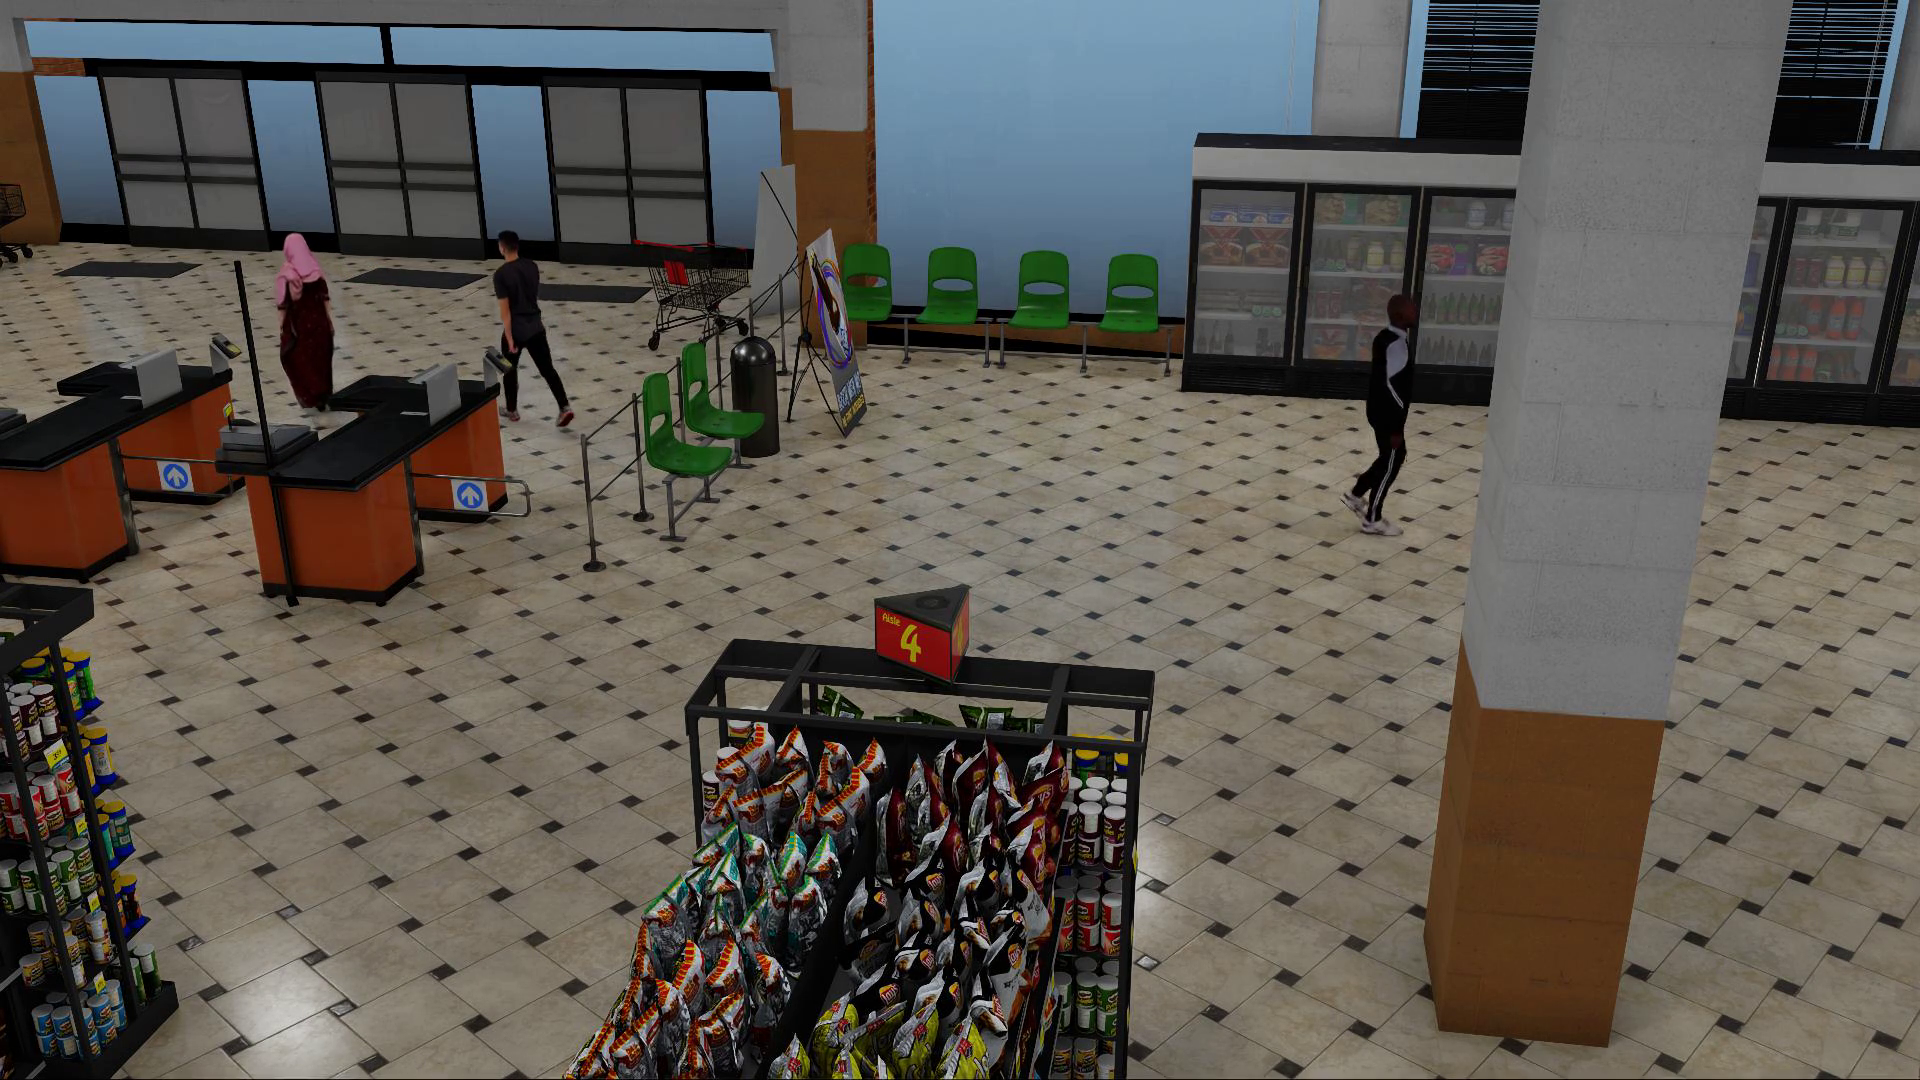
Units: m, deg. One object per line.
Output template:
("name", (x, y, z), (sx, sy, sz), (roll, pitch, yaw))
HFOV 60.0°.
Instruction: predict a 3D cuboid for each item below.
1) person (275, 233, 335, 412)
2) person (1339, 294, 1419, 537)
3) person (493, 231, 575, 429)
("person", (-5.865, -1.931, 14.966), (0.794, 1.627, 0.858), (-16, 27, -35))
("person", (3.043, -0.915, 12.184), (0.779, 1.816, 0.676), (1, 22, 3))
("person", (-3.732, -1.784, 14.470), (1.191, 1.723, 1.125), (-20, 30, -41))
